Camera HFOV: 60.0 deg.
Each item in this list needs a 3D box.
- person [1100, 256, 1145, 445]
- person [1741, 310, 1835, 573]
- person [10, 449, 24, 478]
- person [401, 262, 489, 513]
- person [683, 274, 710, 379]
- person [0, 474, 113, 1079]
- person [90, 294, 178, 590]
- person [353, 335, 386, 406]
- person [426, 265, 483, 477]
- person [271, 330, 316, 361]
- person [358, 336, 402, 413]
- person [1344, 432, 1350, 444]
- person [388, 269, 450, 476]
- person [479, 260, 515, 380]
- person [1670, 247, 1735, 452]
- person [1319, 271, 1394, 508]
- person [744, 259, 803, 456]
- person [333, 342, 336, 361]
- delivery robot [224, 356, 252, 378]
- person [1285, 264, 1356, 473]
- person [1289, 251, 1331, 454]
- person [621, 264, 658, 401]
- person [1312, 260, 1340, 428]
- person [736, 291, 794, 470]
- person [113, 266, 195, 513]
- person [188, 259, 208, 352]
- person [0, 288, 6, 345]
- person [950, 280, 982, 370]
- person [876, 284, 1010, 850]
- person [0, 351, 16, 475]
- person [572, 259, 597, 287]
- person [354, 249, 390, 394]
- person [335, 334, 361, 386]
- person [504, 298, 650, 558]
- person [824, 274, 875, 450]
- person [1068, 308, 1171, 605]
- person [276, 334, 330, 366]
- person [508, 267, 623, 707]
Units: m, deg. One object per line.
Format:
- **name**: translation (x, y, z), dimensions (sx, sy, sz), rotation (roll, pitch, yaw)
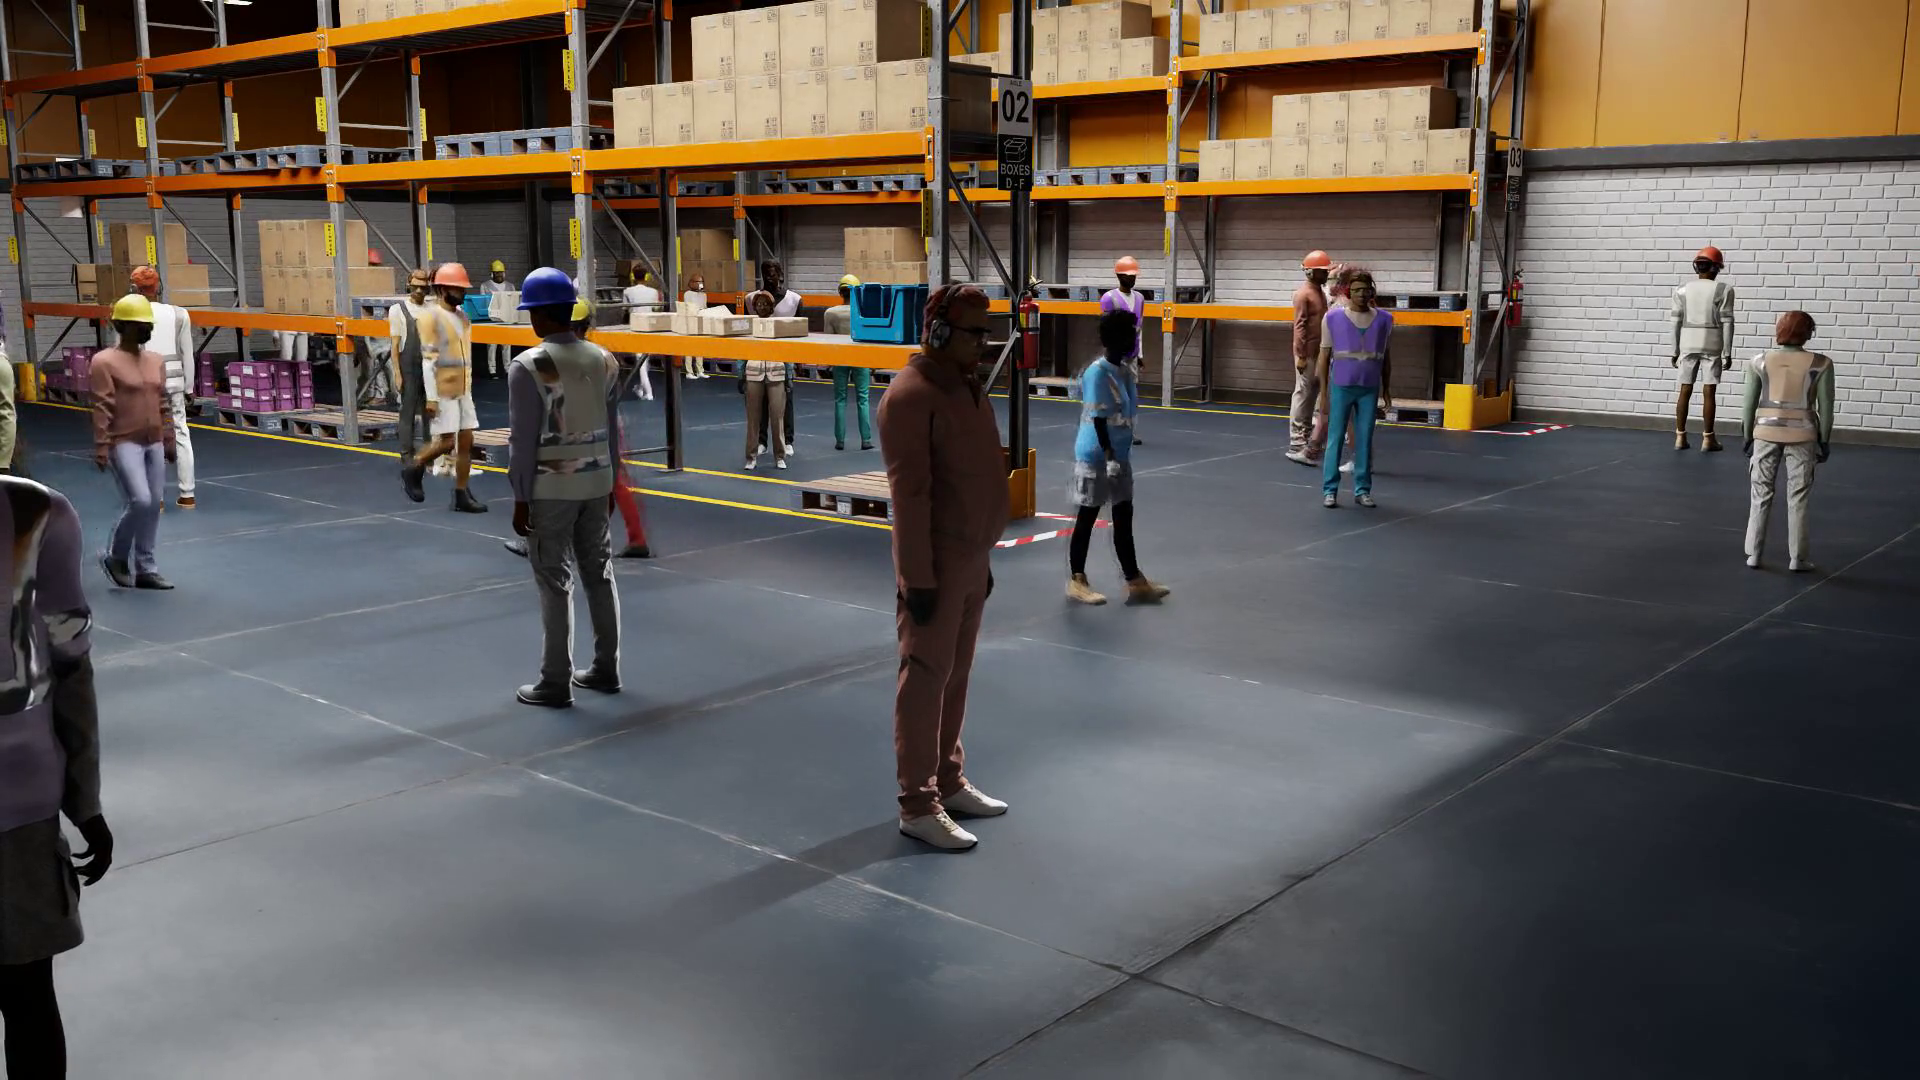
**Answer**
- **person**: translation (1.684, -1.922, 17.017), dimensions (0.547, 1.938, 0.377), rotation (-7, 12, -35)
- **person**: translation (5.174, -0.614, 10.426), dimensions (0.523, 1.636, 0.310), rotation (7, 12, 35)
- **person**: translation (-7.913, -1.263, 13.411), dimensions (0.652, 1.886, 0.498), rotation (8, 13, 40)
- **person**: translation (-3.948, -1.154, 12.695), dimensions (0.613, 1.917, 0.563), rotation (4, 11, 23)
- **person**: translation (-4.097, -3.316, 25.845), dimensions (0.276, 1.629, 0.497), rotation (7, 12, 34)
- **person**: translation (-1.910, 0.516, 3.149), dimensions (0.551, 1.931, 0.373), rotation (-7, 12, -35)
- **person**: translation (-4.813, -0.559, 9.764), dimensions (0.363, 1.749, 0.556), rotation (3, 11, 19)
- **person**: translation (-7.642, -2.692, 21.399), dimensions (0.634, 1.937, 0.355), rotation (9, 13, 42)
- **person**: translation (-4.534, -1.490, 14.751), dimensions (0.513, 1.873, 0.328), rotation (6, 11, 29)
- **person**: translation (-8.615, -2.681, 21.489), dimensions (0.337, 1.883, 0.583), rotation (9, 14, 42)
- **person**: translation (-6.820, -2.247, 19.557), dimensions (0.915, 1.698, 0.502), rotation (8, 13, 39)
- **person**: translation (3.993, -1.779, 17.112), dimensions (0.520, 1.620, 0.352), rotation (-7, 12, -36)
- **person**: translation (-4.762, -1.462, 14.679), dimensions (0.346, 1.841, 0.506), rotation (10, 14, 44)
- **person**: translation (-7.102, -3.386, 25.652), dimensions (0.590, 1.833, 0.403), rotation (-8, 13, -40)
- **person**: translation (7.420, -1.901, 16.629), dimensions (0.605, 2.033, 0.392), rotation (9, 13, 41)
- **person**: translation (3.084, -1.171, 12.999), dimensions (0.567, 1.844, 0.375), rotation (0, 10, -3)
- **person**: translation (-1.824, -1.779, 16.258), dimensions (0.598, 1.917, 0.378), rotation (1, 10, 4)
- **person**: translation (-11.013, -3.976, 29.581), dimensions (0.282, 1.633, 0.498), rotation (-8, 13, -38)
- **delivery robot**: translation (-9.626, -2.245, 22.524), dimensions (0.707, 0.478, 0.477), rotation (6, 12, 32)
- **person**: translation (3.323, -1.543, 15.032), dimensions (0.905, 1.868, 0.679), rotation (5, 11, 27)
- **person**: translation (3.459, -1.830, 16.328), dimensions (0.390, 1.992, 0.624), rotation (6, 12, 31)
- **person**: translation (-4.288, -2.761, 22.185), dimensions (0.533, 1.815, 1.025), rotation (-5, 11, -28)
- **person**: translation (4.071, -2.165, 18.548), dimensions (0.652, 1.880, 0.661), rotation (10, 14, 44)
- **person**: translation (-1.779, -1.455, 15.209), dimensions (0.525, 1.639, 0.307), rotation (-1, 10, -7)
- **person**: translation (-6.161, -1.148, 12.757), dimensions (0.355, 1.887, 0.574), rotation (9, 13, 42)
- **person**: translation (-11.317, -3.163, 24.313), dimensions (0.732, 1.879, 0.550), rotation (6, 12, 31)
- **person**: translation (-12.414, -2.615, 21.009), dimensions (0.654, 1.921, 0.452), rotation (-9, 13, -41)
- **person**: translation (-0.018, -1.968, 18.022), dimensions (0.557, 1.660, 0.793), rotation (-3, 10, -14)
- **person**: translation (-0.030, 0.081, 5.721), dimensions (0.409, 1.903, 0.638), rotation (3, 11, 19)
- **person**: translation (-5.357, -0.440, 8.903), dimensions (0.586, 1.825, 0.403), rotation (1, 10, 5)
- **person**: translation (-4.864, -2.744, 21.806), dimensions (0.407, 1.902, 0.640), rotation (1, 10, 3)
- **person**: translation (-8.255, -3.038, 23.167), dimensions (0.867, 2.017, 0.604), rotation (9, 14, 43)
- **person**: translation (-9.010, -3.187, 24.550), dimensions (0.403, 1.822, 0.587), rotation (6, 11, 30)
- **person**: translation (-2.467, -0.711, 10.770), dimensions (0.932, 1.713, 0.536), rotation (1, 10, 5)
- **person**: translation (-1.100, -1.780, 16.725), dimensions (0.523, 1.759, 0.335), rotation (1, 10, 4)
- **person**: translation (0.917, -0.455, 9.402), dimensions (0.678, 1.676, 0.555), rotation (6, 12, 30)
- **person**: translation (-11.357, -3.905, 28.500), dimensions (1.015, 1.867, 0.603), rotation (-3, 11, -18)
- **person**: translation (-1.762, -0.233, 7.404), dimensions (0.410, 1.938, 0.610), rotation (6, 12, 32)
